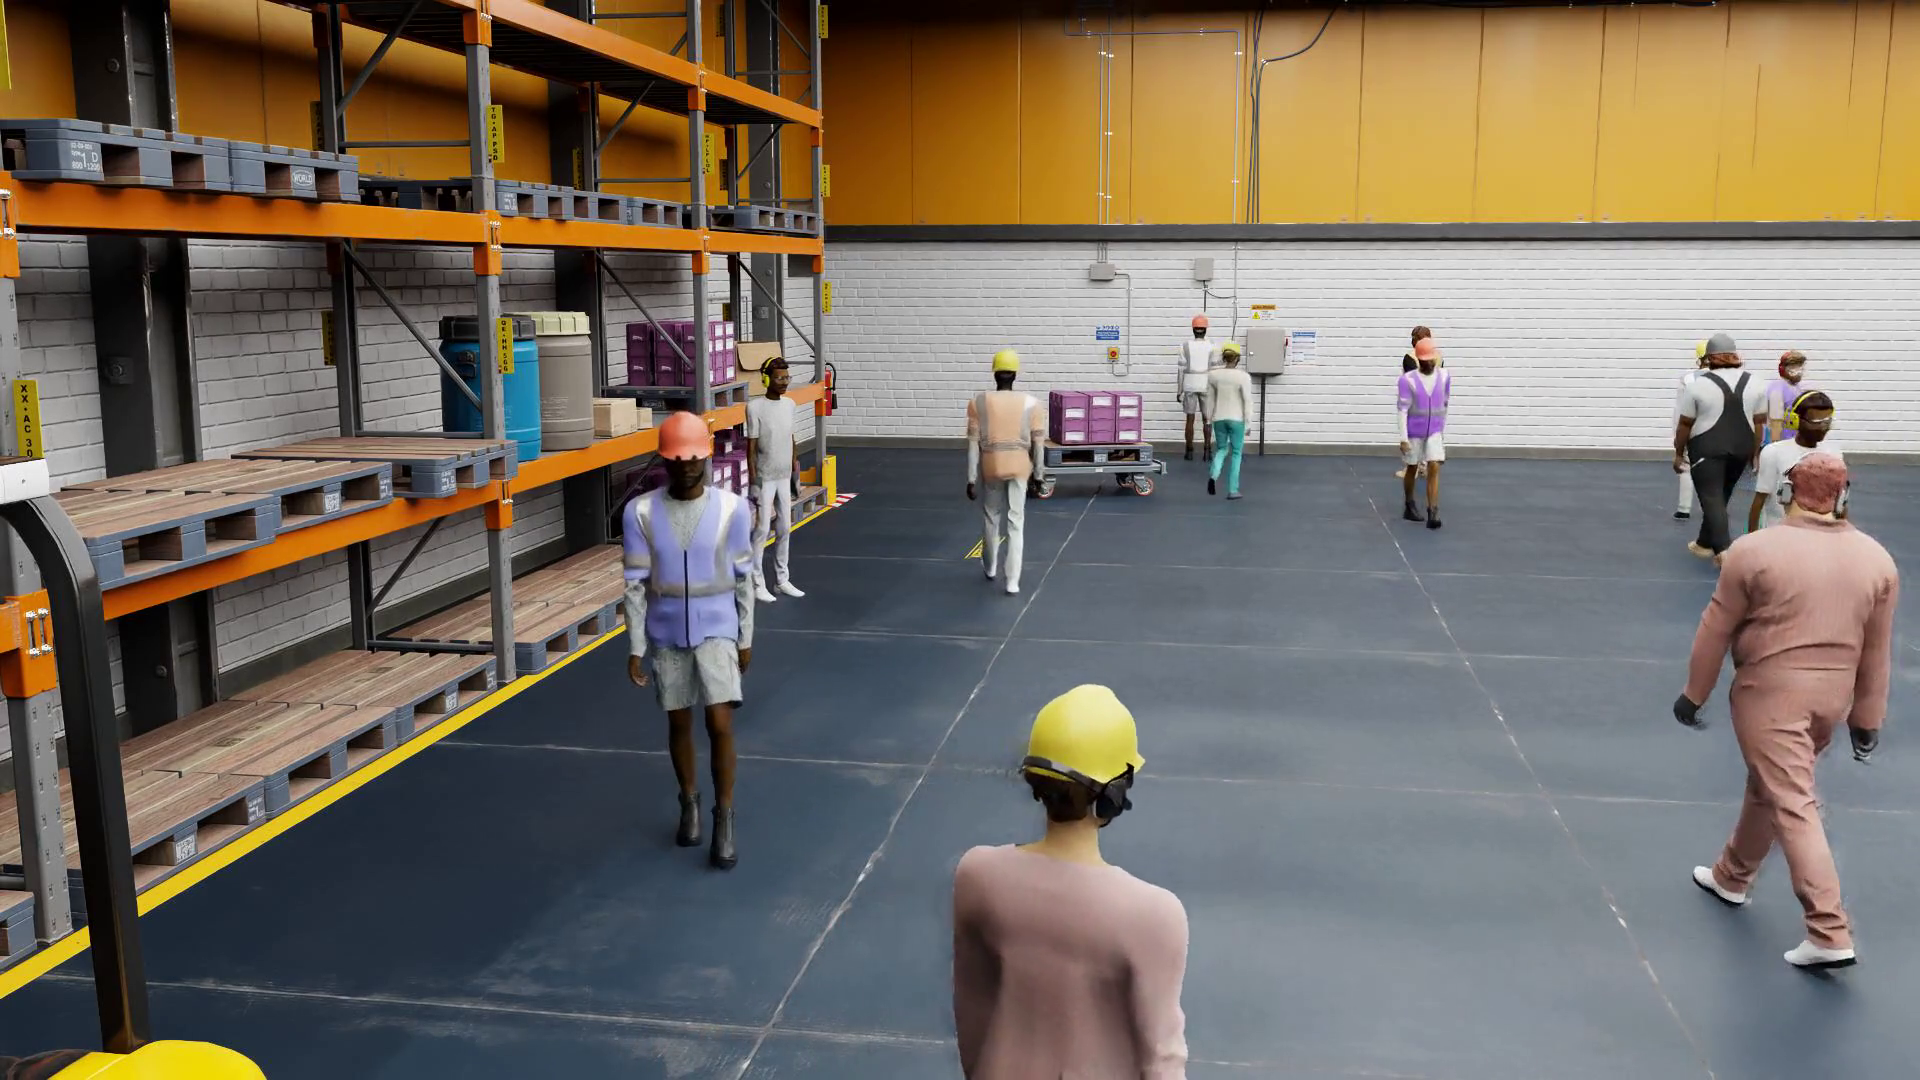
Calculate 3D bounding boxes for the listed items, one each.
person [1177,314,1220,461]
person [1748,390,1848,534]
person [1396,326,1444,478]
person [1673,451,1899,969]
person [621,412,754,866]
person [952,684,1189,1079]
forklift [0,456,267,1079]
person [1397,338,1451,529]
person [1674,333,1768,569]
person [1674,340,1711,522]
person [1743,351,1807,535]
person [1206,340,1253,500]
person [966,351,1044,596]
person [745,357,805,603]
[{"bbox_3d":[3.143,-2.008,21.951,0.549,1.937,0.367,1,9,6],"label":"person"},{"bbox_3d":[4.771,0.070,9.428,0.556,1.836,0.661,-3,10,-16],"label":"person"},{"bbox_3d":[5.551,-1.670,20.162,0.624,1.844,0.429,-7,11,-36],"label":"person"},{"bbox_3d":[3.091,0.600,6.171,0.644,1.853,1.045,-2,9,-12],"label":"person"},{"bbox_3d":[-1.151,0.418,7.045,0.551,1.909,0.766,0,9,-3],"label":"person"},{"bbox_3d":[0.232,1.123,3.290,0.543,1.711,0.895,6,11,32],"label":"person"},{"bbox_3d":[-2.328,0.975,2.765,2.313,2.155,1.214,1,9,9],"label":"forklift"},{"bbox_3d":[4.536,-1.050,16.291,0.554,1.851,1.029,0,9,-2],"label":"person"},{"bbox_3d":[6.455,-0.794,14.147,0.685,2.000,1.030,0,9,-2],"label":"person"},{"bbox_3d":[7.416,-1.073,16.555,0.592,1.824,0.403,2,9,14],"label":"person"},{"bbox_3d":[7.269,-0.789,14.855,0.468,1.805,0.619,6,11,35],"label":"person"},{"bbox_3d":[2.934,-1.304,18.172,0.547,1.743,0.451,6,11,34],"label":"person"},{"bbox_3d":[0.354,-0.546,13.118,0.612,1.874,0.983,0,9,0],"label":"person"},{"bbox_3d":[-1.413,-0.460,12.657,0.319,1.860,0.516,8,12,40],"label":"person"}]
